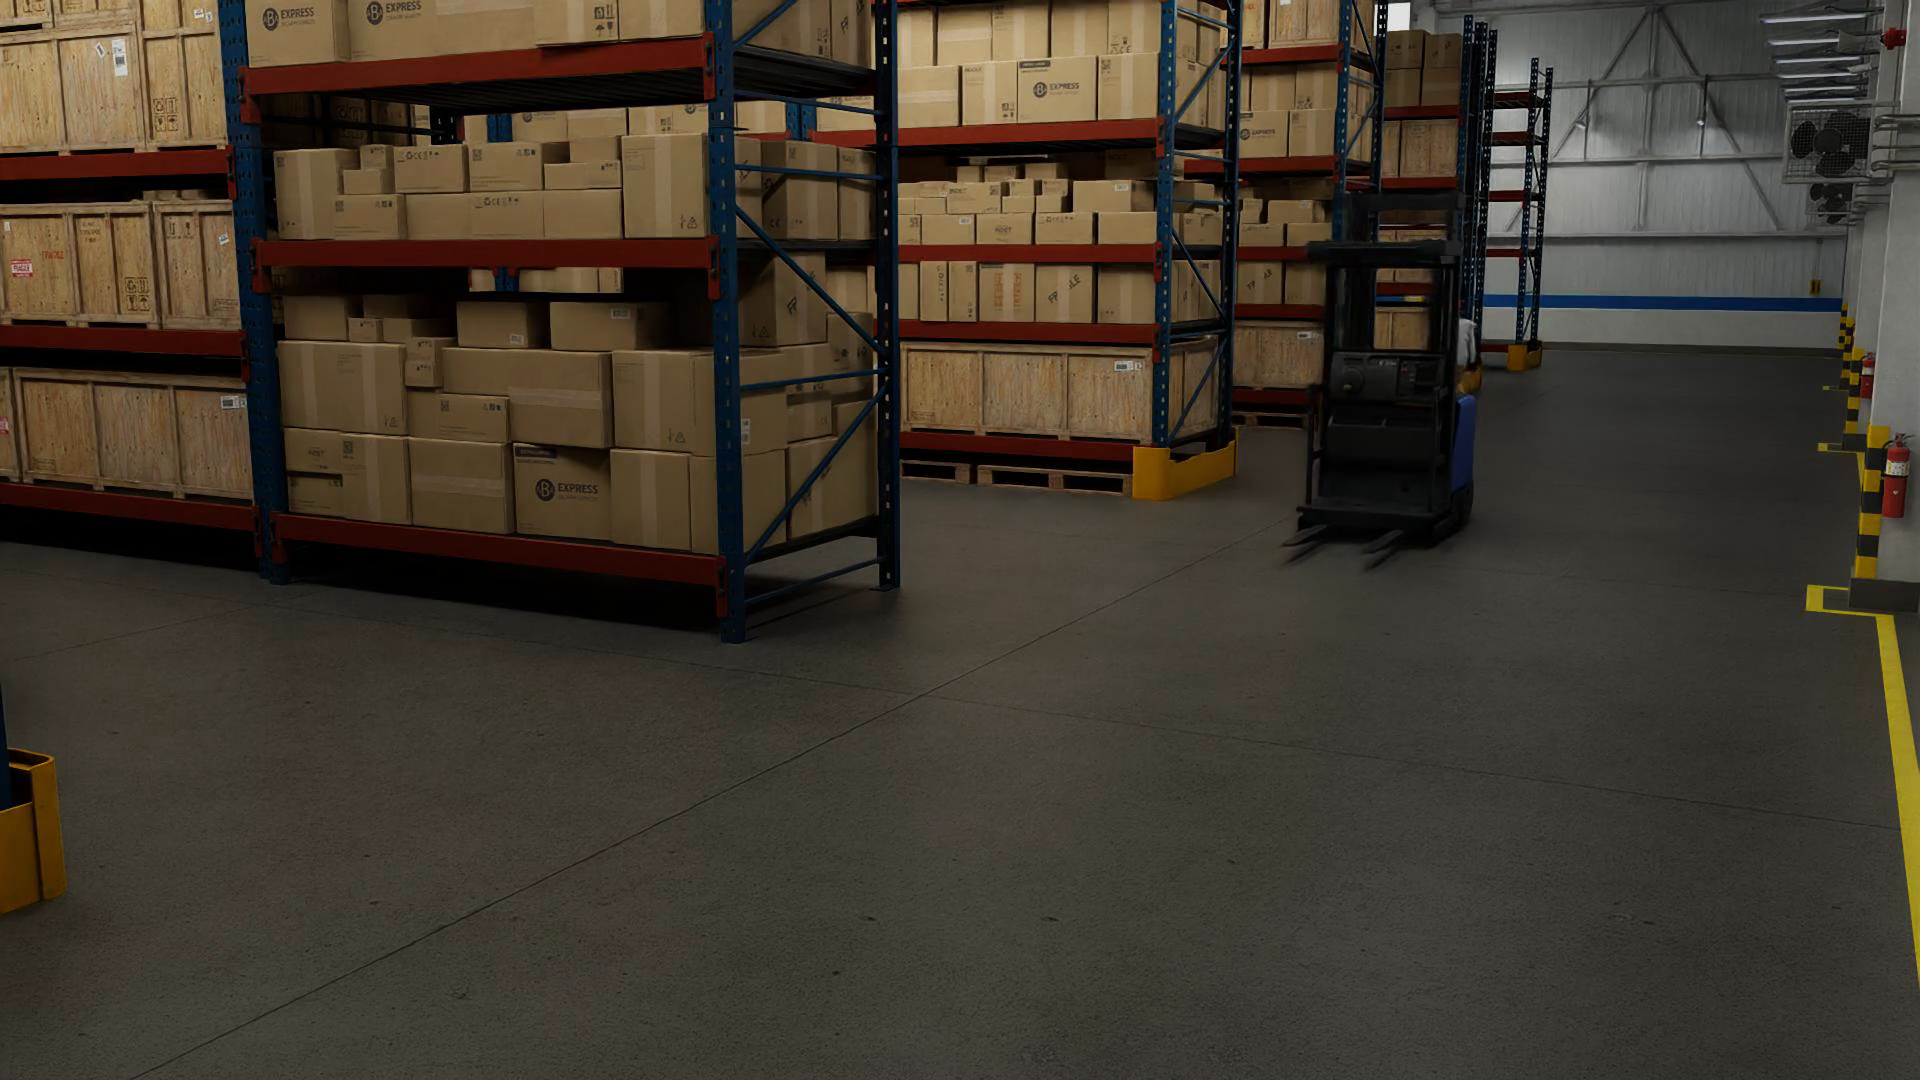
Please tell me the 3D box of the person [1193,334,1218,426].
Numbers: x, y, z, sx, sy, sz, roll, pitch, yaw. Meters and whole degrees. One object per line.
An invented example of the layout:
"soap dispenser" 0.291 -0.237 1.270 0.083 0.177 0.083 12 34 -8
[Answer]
"person" 2.896 -2.004 20.506 0.777 1.603 0.523 -3 10 -17

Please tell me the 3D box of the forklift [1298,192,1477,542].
"forklift" 3.710 -1.525 14.072 1.129 2.768 1.873 5 11 27

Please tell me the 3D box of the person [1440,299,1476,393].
"person" 6.832 -2.505 23.144 0.594 1.701 0.791 0 10 1
